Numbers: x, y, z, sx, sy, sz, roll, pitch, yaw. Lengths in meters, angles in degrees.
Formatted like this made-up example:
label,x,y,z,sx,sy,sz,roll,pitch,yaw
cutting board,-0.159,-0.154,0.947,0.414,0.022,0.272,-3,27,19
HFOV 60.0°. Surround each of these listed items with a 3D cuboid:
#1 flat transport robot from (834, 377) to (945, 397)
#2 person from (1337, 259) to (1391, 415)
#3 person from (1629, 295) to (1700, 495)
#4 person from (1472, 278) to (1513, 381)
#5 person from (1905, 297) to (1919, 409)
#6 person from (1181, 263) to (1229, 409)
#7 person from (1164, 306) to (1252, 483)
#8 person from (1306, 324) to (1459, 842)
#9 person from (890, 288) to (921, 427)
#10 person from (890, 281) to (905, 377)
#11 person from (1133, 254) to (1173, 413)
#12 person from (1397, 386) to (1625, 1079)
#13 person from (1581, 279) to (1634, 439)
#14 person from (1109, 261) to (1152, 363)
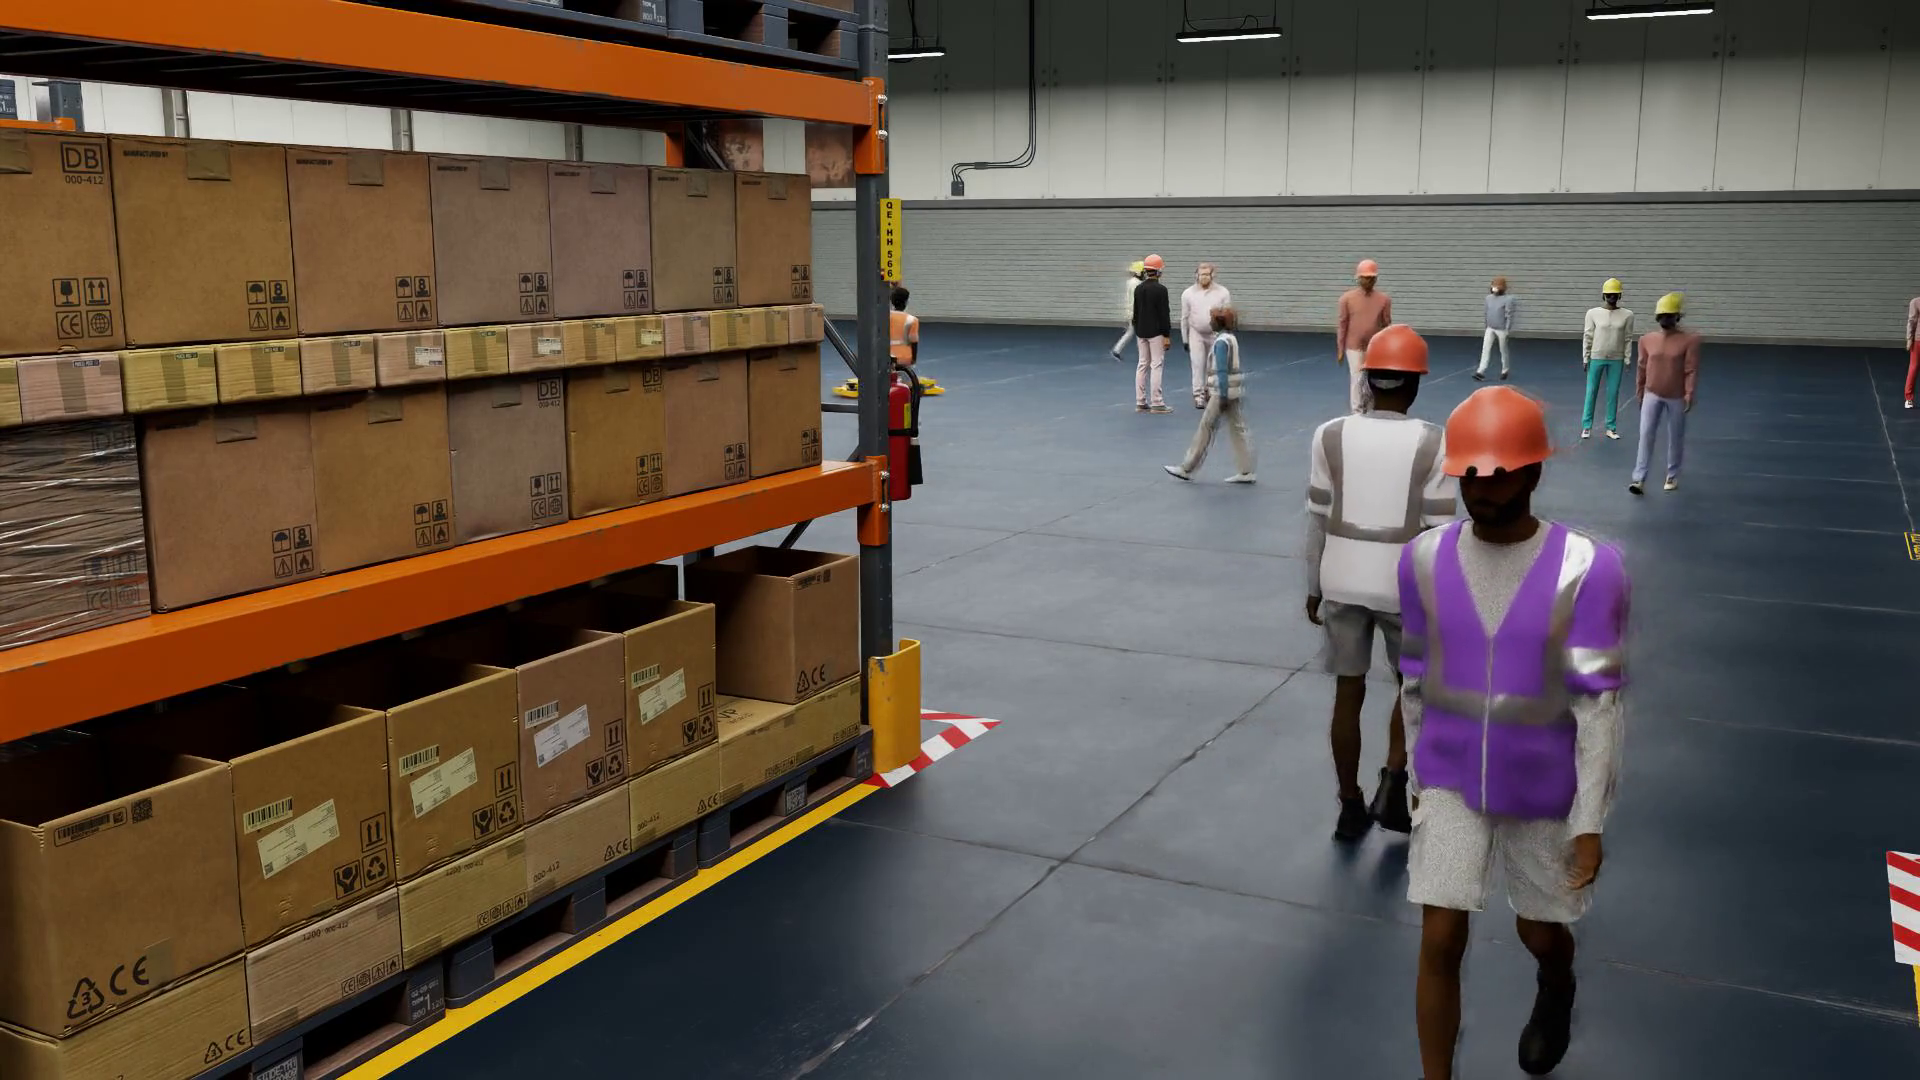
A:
label,x,y,z,sx,sy,sz,roll,pitch,yaw
flat transport robot,-0.987,-2.161,23.360,1.431,0.197,0.652,-4,11,-23
person,4.625,-2.231,19.102,0.622,1.971,0.693,0,10,-2
person,6.120,-1.253,14.439,0.524,1.719,0.924,7,12,32
person,8.237,-3.235,25.591,0.872,1.581,0.519,-9,14,-41
person,12.544,-2.576,21.542,0.532,1.768,0.311,1,10,8
person,3.208,-2.684,21.796,0.645,1.885,0.797,0,10,0
person,2.294,-1.310,15.073,0.830,1.593,0.546,4,11,21
person,1.543,0.173,6.142,0.560,1.923,0.413,5,11,24
person,-0.696,-2.039,18.916,0.533,1.644,0.875,3,11,15
person,-0.983,-3.224,25.419,0.311,1.638,0.522,-2,11,-12
person,2.442,-2.602,21.051,0.376,1.997,0.612,-8,13,-36
person,1.347,0.557,4.101,0.547,1.906,0.864,6,12,30
person,7.142,-1.992,18.357,0.523,1.769,0.314,2,11,10
person,3.066,-4.000,29.233,0.845,1.805,0.594,0,10,2
